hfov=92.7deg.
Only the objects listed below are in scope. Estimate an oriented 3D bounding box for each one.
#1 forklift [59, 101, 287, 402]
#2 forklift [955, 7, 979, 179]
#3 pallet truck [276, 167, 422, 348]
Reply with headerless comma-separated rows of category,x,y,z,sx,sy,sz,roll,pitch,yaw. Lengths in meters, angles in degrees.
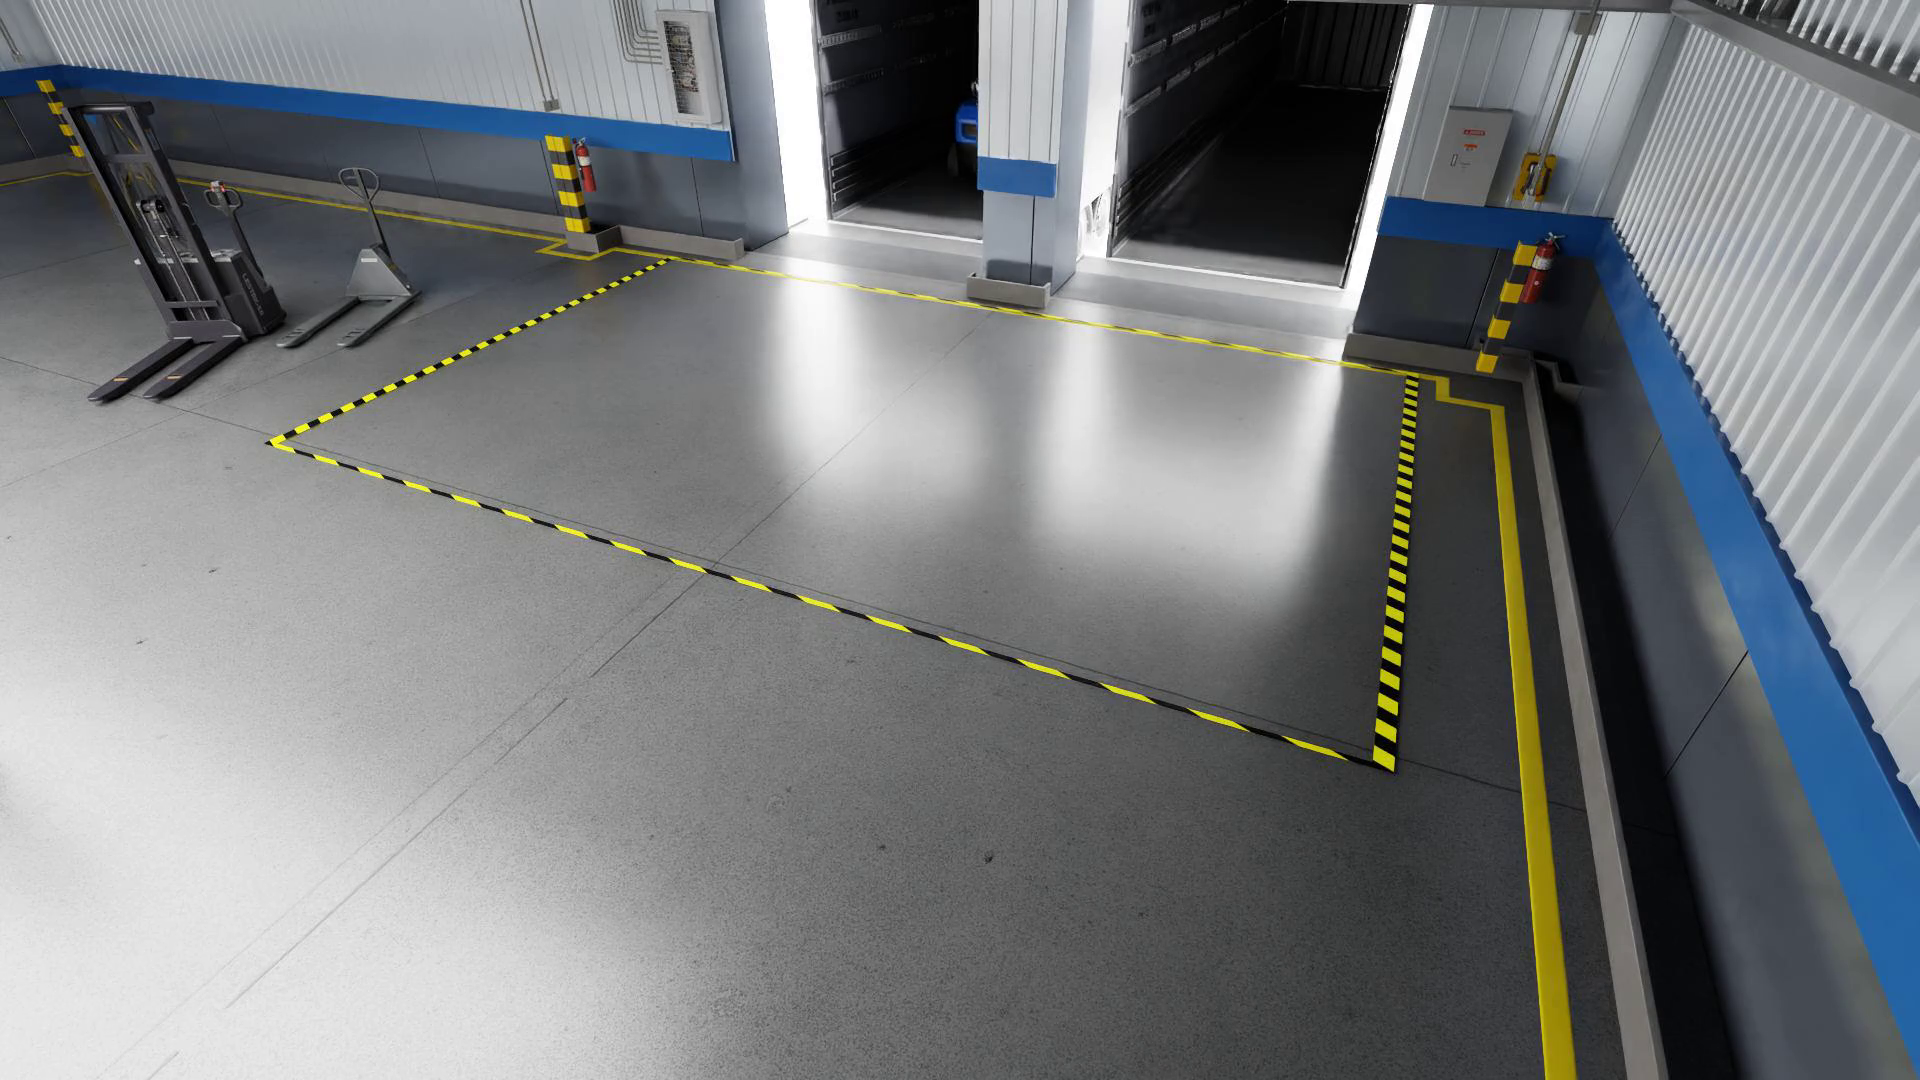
forklift,-6.686,-2.387,7.434,0.823,1.965,1.885,-3,35,-5
forklift,0.910,-6.357,12.800,1.157,2.036,2.680,16,38,21
pallet truck,-5.732,-2.611,8.414,0.680,1.201,1.601,-1,35,-1
